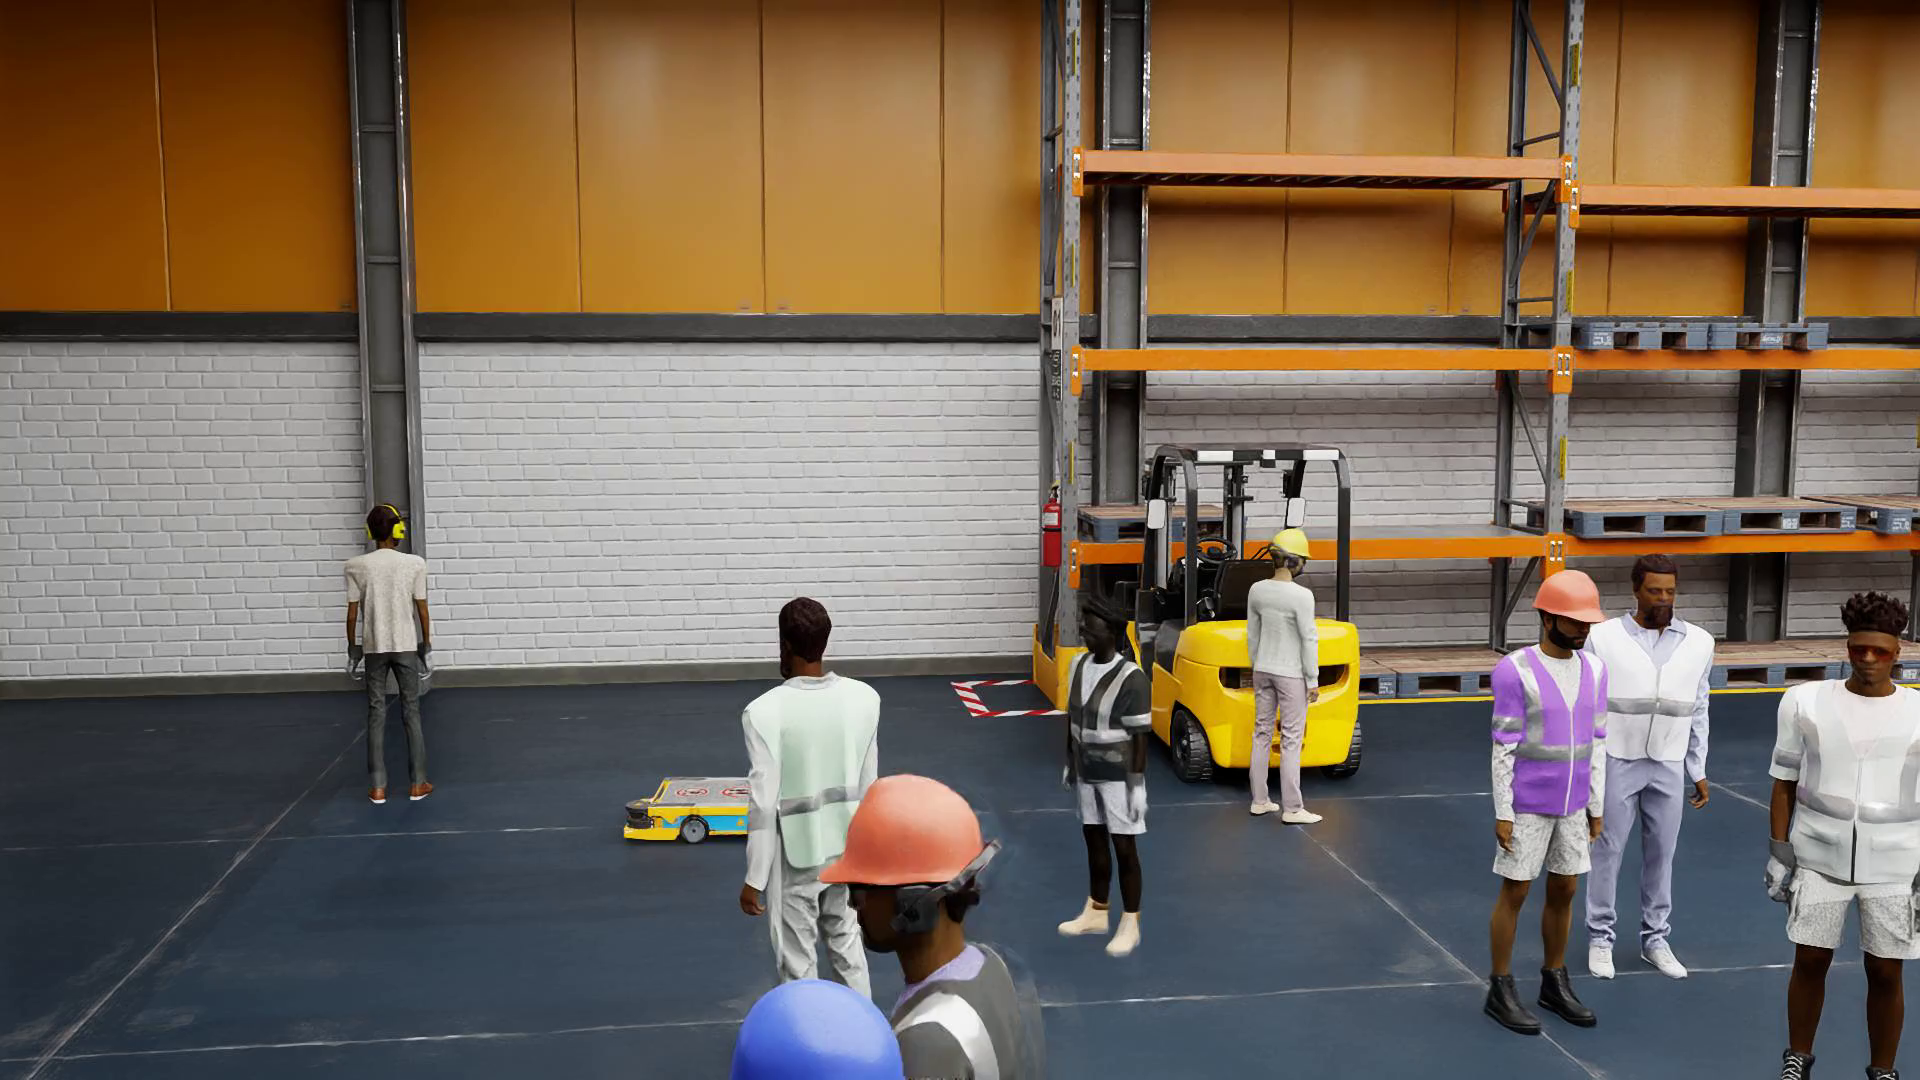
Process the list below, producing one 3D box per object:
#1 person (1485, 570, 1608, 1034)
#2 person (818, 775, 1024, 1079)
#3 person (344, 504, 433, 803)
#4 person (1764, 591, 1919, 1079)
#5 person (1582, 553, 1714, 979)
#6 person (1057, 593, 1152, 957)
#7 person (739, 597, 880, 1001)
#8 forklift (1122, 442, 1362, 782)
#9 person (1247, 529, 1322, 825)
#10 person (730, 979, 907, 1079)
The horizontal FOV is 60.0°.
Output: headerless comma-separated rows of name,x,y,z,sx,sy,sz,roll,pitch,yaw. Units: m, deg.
person,2.455,1.077,6.884,0.546,1.930,0.390,-2,7,-17
person,-0.013,1.452,3.176,0.574,2.026,0.629,1,7,10
person,-3.567,0.707,10.395,0.516,1.865,0.325,-2,7,-14
person,3.239,1.157,6.009,0.606,1.967,0.367,4,8,31
person,3.082,1.008,7.512,0.593,1.922,0.392,0,7,1
person,0.688,1.086,7.802,0.322,1.696,0.551,-4,8,-33
person,-0.536,1.167,6.134,0.597,1.916,0.371,-6,9,-42
forklift,1.912,0.418,11.496,1.214,2.155,2.313,-1,7,-8
person,1.942,0.811,9.947,0.327,1.760,0.524,-5,8,-36
person,-0.159,1.583,2.418,0.415,1.939,0.605,4,7,29
